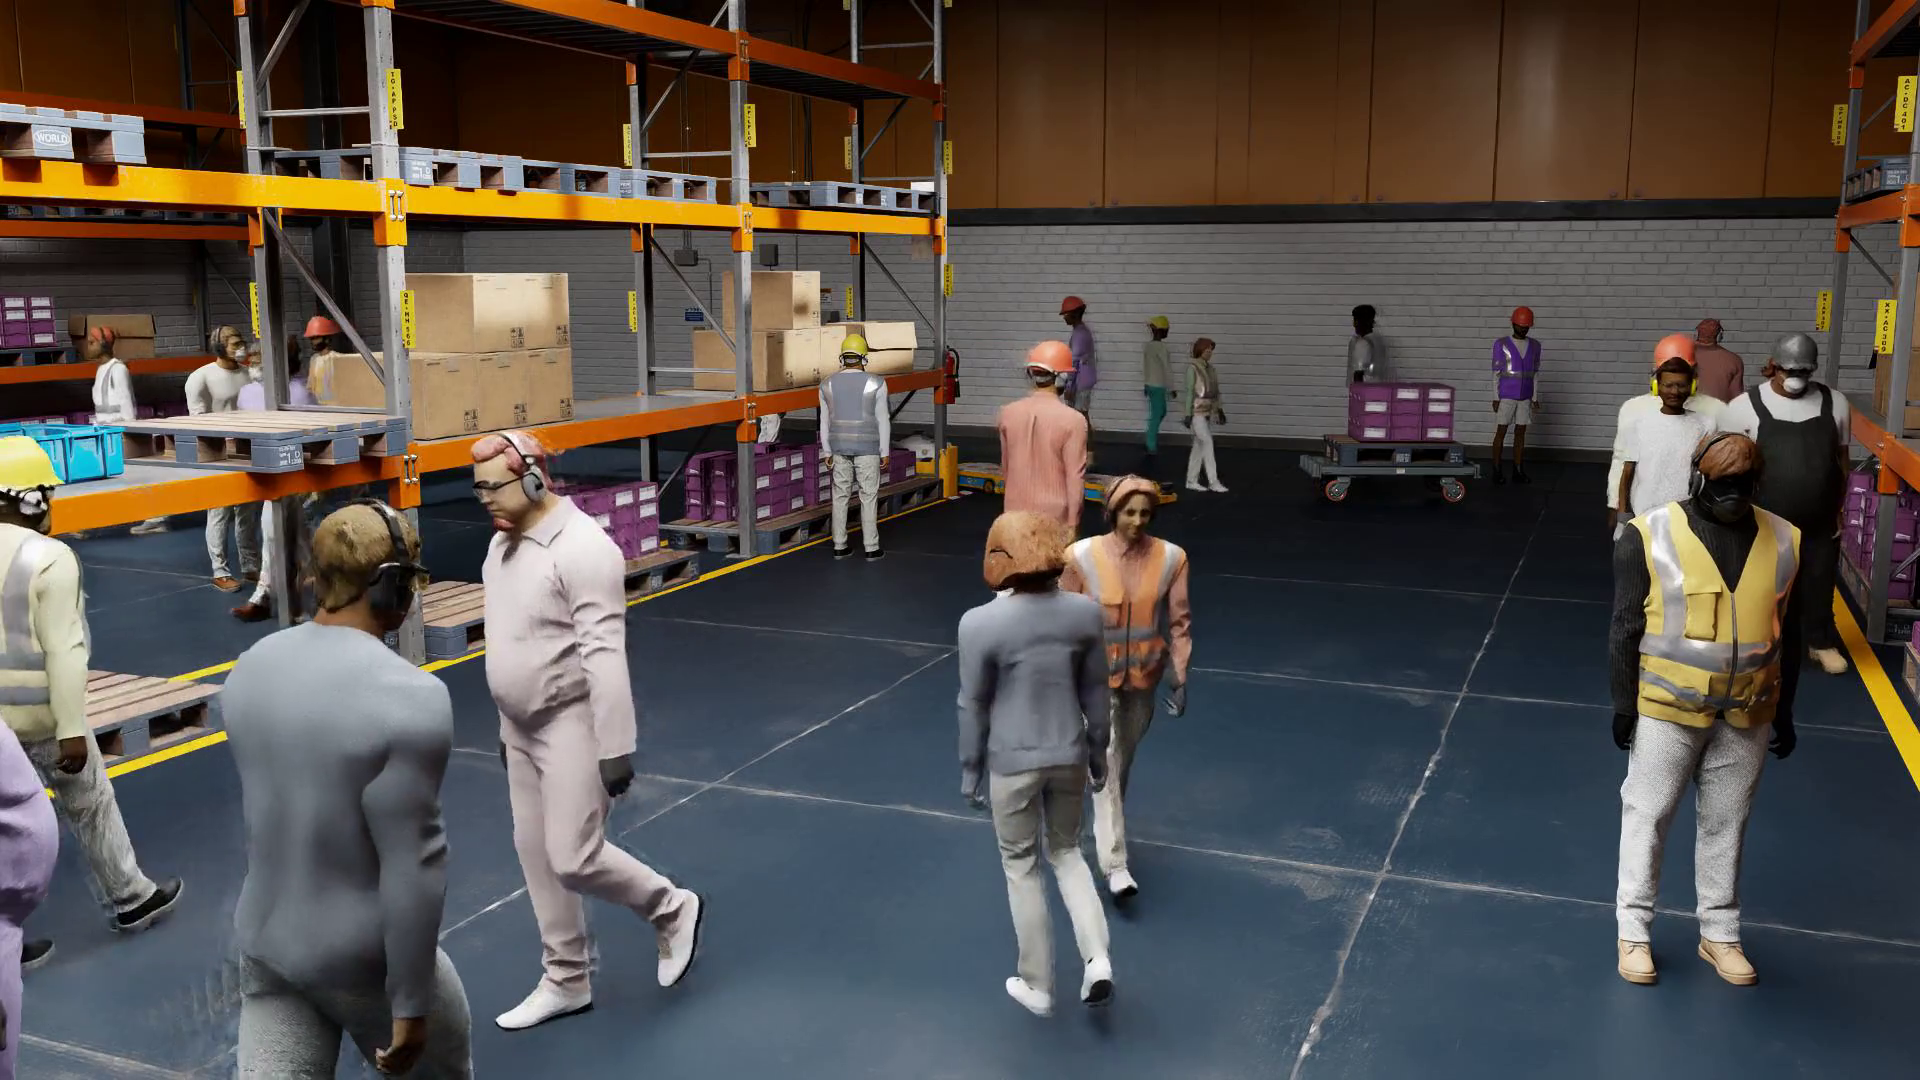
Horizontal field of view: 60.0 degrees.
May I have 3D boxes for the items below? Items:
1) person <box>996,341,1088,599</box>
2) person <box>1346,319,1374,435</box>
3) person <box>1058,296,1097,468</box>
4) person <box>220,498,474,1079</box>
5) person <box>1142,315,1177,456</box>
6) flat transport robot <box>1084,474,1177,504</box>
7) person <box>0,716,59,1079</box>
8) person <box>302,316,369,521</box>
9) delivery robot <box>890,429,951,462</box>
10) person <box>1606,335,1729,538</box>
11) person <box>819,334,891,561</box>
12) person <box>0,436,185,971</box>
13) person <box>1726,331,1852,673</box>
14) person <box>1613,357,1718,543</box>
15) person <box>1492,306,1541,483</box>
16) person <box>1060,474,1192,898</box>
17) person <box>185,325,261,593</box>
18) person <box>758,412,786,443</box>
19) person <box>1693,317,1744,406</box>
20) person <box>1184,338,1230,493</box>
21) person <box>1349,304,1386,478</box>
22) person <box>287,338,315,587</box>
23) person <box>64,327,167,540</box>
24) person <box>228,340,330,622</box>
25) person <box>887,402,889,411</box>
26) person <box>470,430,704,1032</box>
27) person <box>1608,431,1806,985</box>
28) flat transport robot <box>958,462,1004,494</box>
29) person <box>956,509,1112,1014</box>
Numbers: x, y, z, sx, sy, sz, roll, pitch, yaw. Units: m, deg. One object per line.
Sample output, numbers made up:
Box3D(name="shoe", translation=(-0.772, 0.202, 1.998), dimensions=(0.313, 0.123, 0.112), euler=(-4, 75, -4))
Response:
Box3D(name="person", translation=(0.489, -0.177, 9.623), dimensions=(0.608, 1.943, 1.031), euler=(5, 11, 30))
Box3D(name="person", translation=(4.662, -1.753, 19.398), dimensions=(0.310, 1.863, 0.534), euler=(3, 10, 18))
Box3D(name="person", translation=(1.383, -1.840, 19.457), dimensions=(0.501, 2.013, 0.655), euler=(2, 10, 11))
Box3D(name="person", translation=(-1.255, 0.850, 3.559), dimensions=(0.656, 1.877, 1.013), euler=(5, 10, 25))
Box3D(name="person", translation=(2.478, -1.905, 20.646), dimensions=(0.383, 1.754, 0.532), euler=(-3, 10, -17))
Box3D(name="flat transport robot", translation=(1.406, -0.515, 16.712), dimensions=(1.431, 0.197, 0.652), euler=(8, 13, 41))
Box3D(name="person", translation=(-2.107, 0.851, 3.493), dimensions=(0.409, 1.908, 0.640), euler=(-7, 12, -38))
Box3D(name="person", translation=(-5.988, -1.132, 15.560), dimensions=(0.969, 1.887, 0.563), euler=(-9, 13, -43))
Box3D(name="delivery robot", translation=(-0.466, -0.985, 18.420), dimensions=(0.707, 0.478, 0.477), euler=(4, 10, 25))
Box3D(name="person", translation=(4.049, -0.185, 9.583), dimensions=(0.642, 1.962, 0.811), euler=(5, 11, 29))
Box3D(name="person", translation=(-0.835, -0.736, 13.369), dimensions=(0.588, 1.827, 0.403), euler=(3, 10, 17))
Box3D(name="person", translation=(-3.092, 0.540, 5.683), dimensions=(0.626, 1.796, 0.844), euler=(3, 10, 17))
Box3D(name="person", translation=(4.759, -0.210, 9.516), dimensions=(0.875, 2.000, 0.641), euler=(1, 9, 8))
Box3D(name="person", translation=(3.965, -0.096, 9.353), dimensions=(0.534, 1.866, 0.315), euler=(2, 10, 13))
Box3D(name="person", translation=(6.064, -1.574, 18.122), dimensions=(0.542, 1.929, 0.369), euler=(-1, 9, -8))
Box3D(name="person", translation=(0.624, 0.533, 6.373), dimensions=(0.523, 1.575, 0.914), euler=(-1, 9, -9))
Box3D(name="person", translation=(-5.310, -0.597, 12.167), dimensions=(0.371, 1.940, 0.630), euler=(5, 11, 27))
Box3D(name="person", translation=(-1.981, -1.473, 17.636), dimensions=(0.355, 1.887, 0.573), euler=(-4, 10, -25))
Box3D(name="person", translation=(6.669, -1.038, 14.938), dimensions=(0.646, 1.907, 0.401), euler=(5, 10, 26))
Box3D(name="person", translation=(2.607, -1.284, 17.305), dimensions=(0.655, 1.615, 0.530), euler=(6, 11, 32))
Box3D(name="person", translation=(4.539, -1.638, 18.453), dimensions=(0.469, 1.948, 0.604), euler=(6, 11, 32))
Box3D(name="person", translation=(-4.986, -0.579, 12.359), dimensions=(0.429, 1.842, 0.626), euler=(-2, 10, -11))
Box3D(name="person", translation=(-7.438, -0.922, 14.446), dimensions=(0.984, 1.832, 0.614), euler=(-7, 12, -36))
Box3D(name="person", translation=(-4.624, -0.431, 11.381), dimensions=(0.616, 1.885, 1.061), euler=(5, 11, 29))
Box3D(name="person", translation=(-1.017, -1.376, 17.957), dimensions=(0.903, 1.586, 0.537), euler=(-6, 11, -33))
Box3D(name="person", translation=(-1.191, 0.582, 5.213), dimensions=(0.594, 1.874, 0.698), euler=(-8, 12, -41))
Box3D(name="person", translation=(2.458, 0.557, 5.489), dimensions=(0.622, 1.839, 0.429), euler=(0, 9, 3))
Box3D(name="flat transport robot", translation=(0.301, -0.665, 17.619), dimensions=(0.652, 0.197, 1.431), euler=(-9, 13, -43))
Box3D(name="person", translation=(0.249, 0.713, 5.208), dimensions=(0.507, 1.617, 0.399), euler=(-4, 10, -24))
